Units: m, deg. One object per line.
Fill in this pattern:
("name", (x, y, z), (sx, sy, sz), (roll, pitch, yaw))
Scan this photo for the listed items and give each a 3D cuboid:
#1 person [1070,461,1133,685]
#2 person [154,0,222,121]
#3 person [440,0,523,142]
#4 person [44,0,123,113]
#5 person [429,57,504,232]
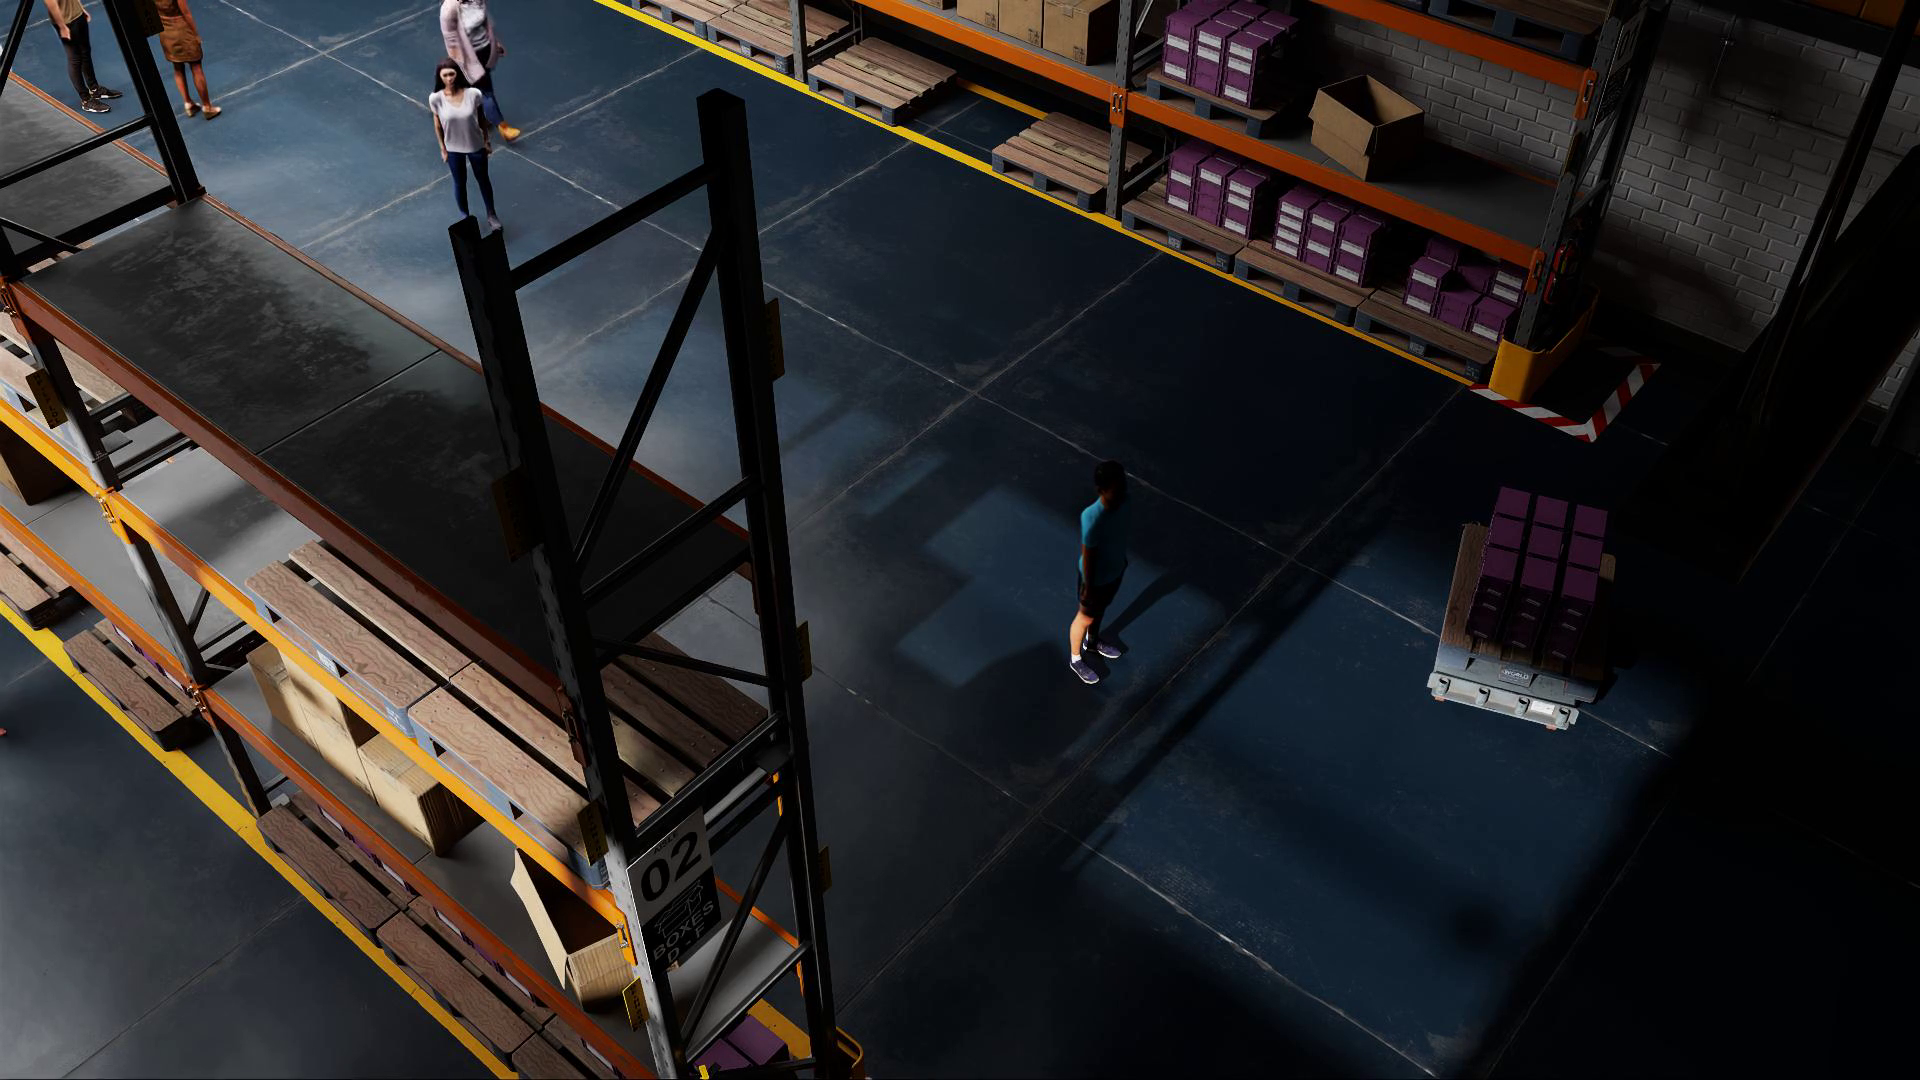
("person", (0.911, 0.180, 10.791), (0.516, 1.773, 0.627), (26, 50, 25))
("person", (-7.619, -4.913, 16.200), (0.583, 1.686, 0.693), (10, 45, 10))
("person", (-4.735, -4.700, 15.966), (1.133, 1.701, 0.830), (20, 47, 20))
("person", (-8.755, -5.140, 16.319), (0.779, 1.851, 0.748), (1, 44, 1))
("person", (-4.364, -3.464, 14.680), (0.679, 1.685, 0.691), (-14, 45, -14))
